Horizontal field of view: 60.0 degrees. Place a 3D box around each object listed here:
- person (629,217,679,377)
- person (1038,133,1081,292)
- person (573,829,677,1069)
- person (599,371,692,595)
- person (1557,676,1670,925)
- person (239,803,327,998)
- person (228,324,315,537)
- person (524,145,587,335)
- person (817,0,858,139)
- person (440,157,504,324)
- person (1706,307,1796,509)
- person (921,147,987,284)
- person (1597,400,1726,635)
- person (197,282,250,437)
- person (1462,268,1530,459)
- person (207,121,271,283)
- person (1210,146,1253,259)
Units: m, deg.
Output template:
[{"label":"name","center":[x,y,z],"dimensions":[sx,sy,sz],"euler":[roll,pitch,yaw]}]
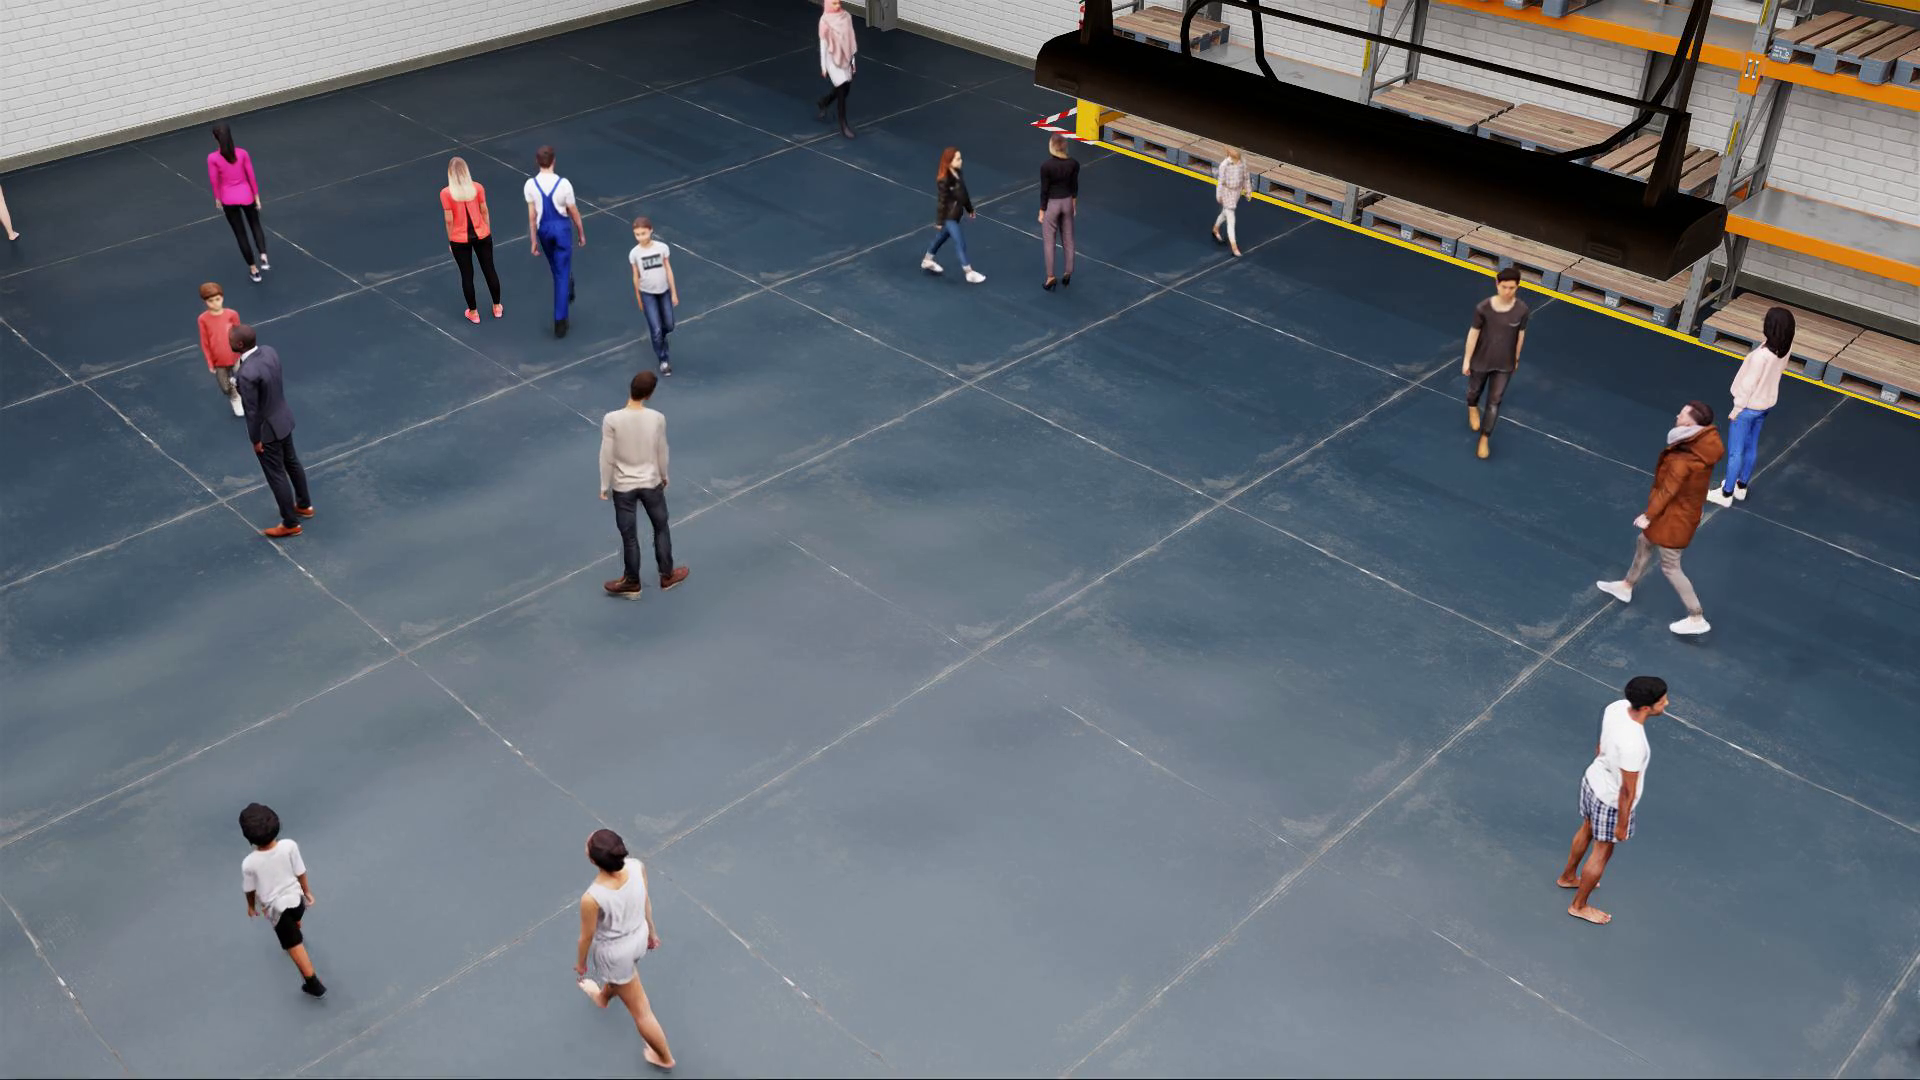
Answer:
[{"label":"person","center":[-2.895,-2.348,15.697],"dimensions":[0.751,1.542,0.899],"euler":[-12,36,-18]},{"label":"person","center":[1.012,-3.375,17.127],"dimensions":[0.667,1.670,0.655],"euler":[-14,36,-21]},{"label":"person","center":[-1.742,2.208,8.827],"dimensions":[1.062,1.560,0.683],"euler":[22,39,29]},{"label":"person","center":[-2.471,-0.385,12.481],"dimensions":[0.905,1.833,0.769],"euler":[-23,40,-30]},{"label":"person","center":[3.821,1.483,9.763],"dimensions":[0.752,1.731,0.715],"euler":[3,34,4]},{"label":"person","center":[-3.799,2.044,9.365],"dimensions":[0.878,1.238,0.489],"euler":[29,43,36]},{"label":"person","center":[-5.493,-0.896,13.263],"dimensions":[0.821,1.819,0.782],"euler":[3,34,4]},{"label":"person","center":[-3.982,-2.904,16.306],"dimensions":[1.202,1.795,1.267],"euler":[0,34,0]},{"label":"person","center":[-1.580,-6.018,20.998],"dimensions":[0.670,1.785,1.053],"euler":[-24,41,-32]},{"label":"person","center":[-4.860,-2.989,16.525],"dimensions":[0.651,1.694,0.626],"euler":[-16,37,-23]},{"label":"person","center":[6.490,-1.088,13.597],"dimensions":[0.694,1.769,0.615],"euler":[-20,38,-27]},{"label":"person","center":[-0.158,-3.401,17.369],"dimensions":[1.072,1.444,0.840],"euler":[12,35,17]},{"label":"person","center":[5.291,-0.123,12.116],"dimensions":[1.165,1.800,0.801],"euler":[23,40,30]},{"label":"person","center":[-6.515,-1.642,14.763],"dimensions":[0.748,1.400,0.978],"euler":[-12,35,-17]},{"label":"person","center":[4.631,-1.621,14.470],"dimensions":[1.075,1.689,1.016],"euler":[8,34,12]},{"label":"person","center":[-7.481,-3.492,17.286],"dimensions":[0.632,1.688,0.677],"euler":[-21,39,-29]},{"label":"person","center":[2.921,-3.785,18.100],"dimensions":[0.737,1.275,1.002],"euler":[-14,36,-21]}]
